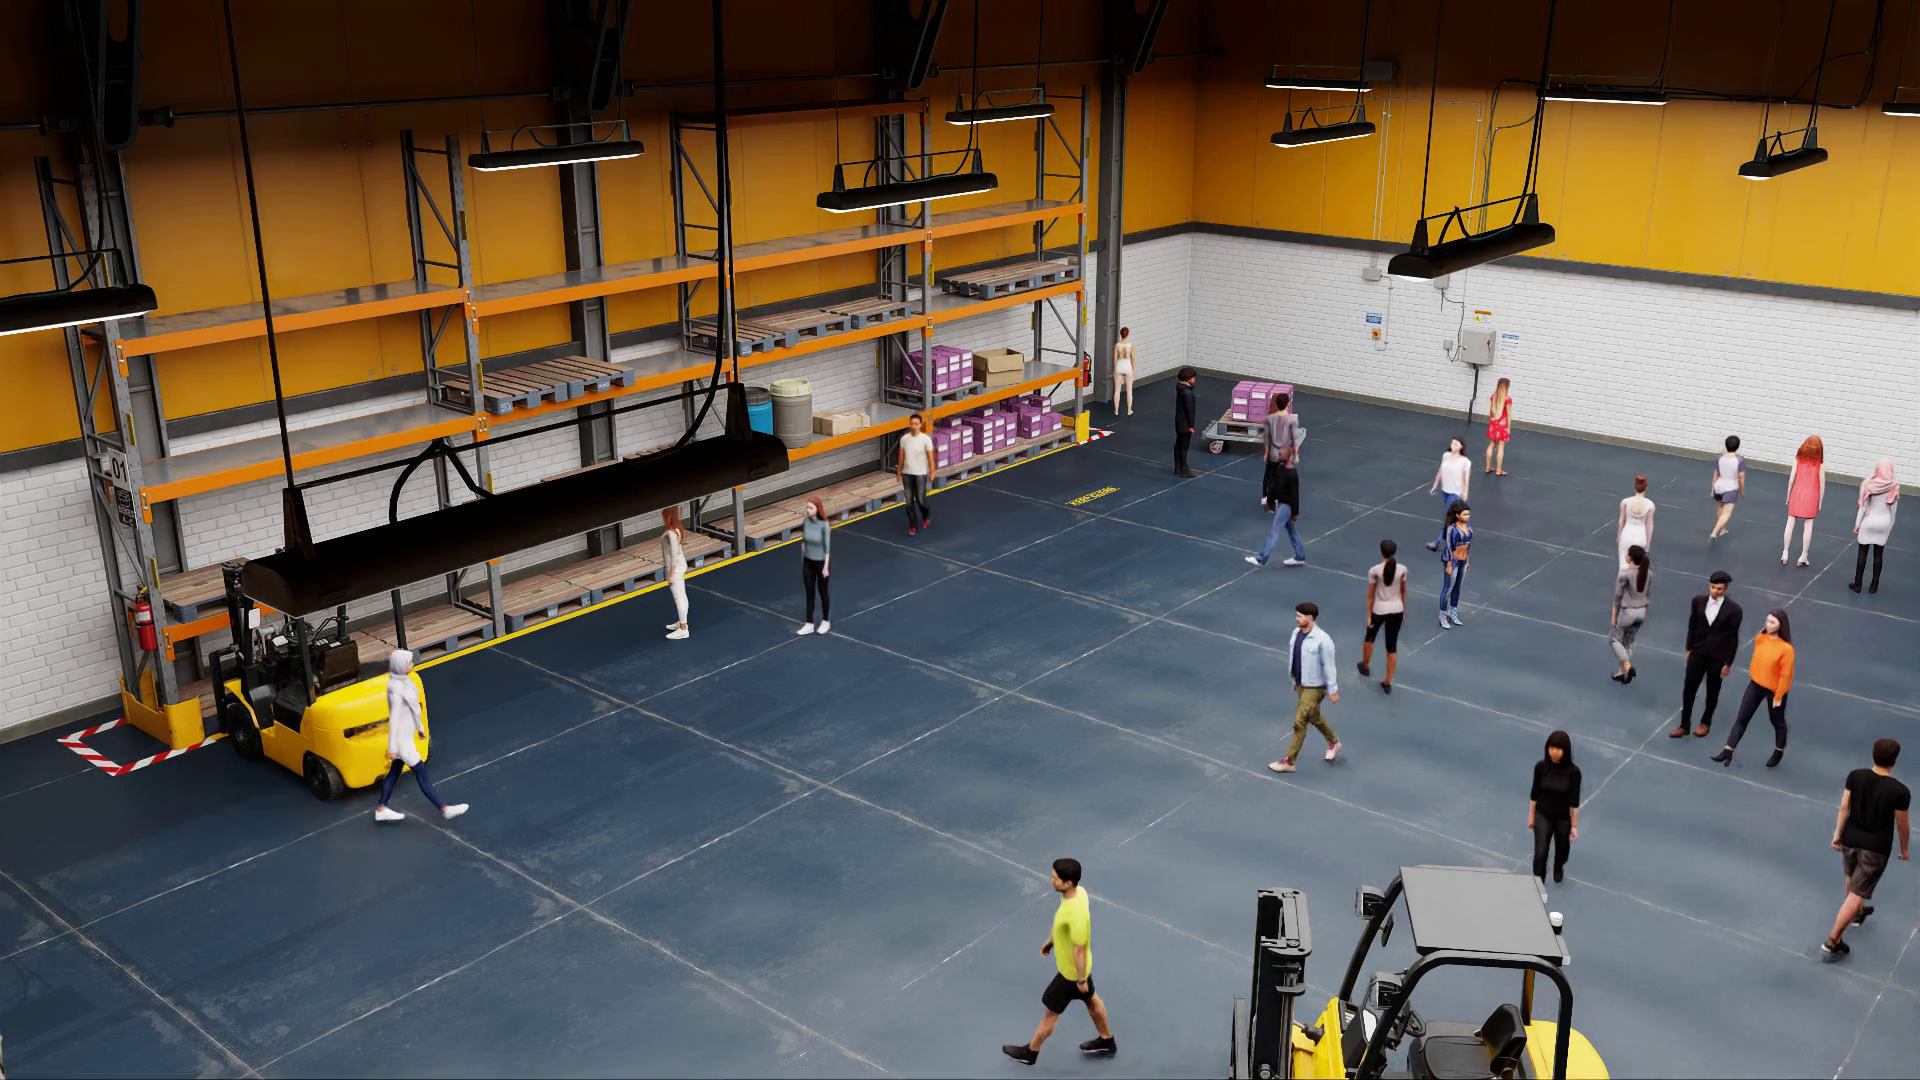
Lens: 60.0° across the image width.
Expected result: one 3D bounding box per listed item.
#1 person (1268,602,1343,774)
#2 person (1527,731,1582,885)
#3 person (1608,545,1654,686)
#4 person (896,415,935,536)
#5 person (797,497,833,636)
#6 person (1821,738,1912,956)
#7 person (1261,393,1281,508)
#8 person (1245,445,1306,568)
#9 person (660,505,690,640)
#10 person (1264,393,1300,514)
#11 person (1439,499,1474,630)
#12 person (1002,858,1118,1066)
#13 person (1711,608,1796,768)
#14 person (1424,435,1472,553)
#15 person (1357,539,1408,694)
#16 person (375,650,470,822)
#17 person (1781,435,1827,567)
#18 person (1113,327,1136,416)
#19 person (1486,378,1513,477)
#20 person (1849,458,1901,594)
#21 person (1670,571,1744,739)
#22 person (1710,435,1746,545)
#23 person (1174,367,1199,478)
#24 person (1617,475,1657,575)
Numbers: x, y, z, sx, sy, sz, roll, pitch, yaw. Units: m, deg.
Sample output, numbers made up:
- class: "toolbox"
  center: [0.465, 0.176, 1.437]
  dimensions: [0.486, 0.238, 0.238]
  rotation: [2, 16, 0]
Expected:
- class: "person"
  center: [3.611, 1.476, 16.743]
  dimensions: [1.296, 1.761, 1.062]
  rotation: [-11, 21, -29]
- class: "person"
  center: [5.124, 2.372, 14.297]
  dimensions: [0.701, 1.625, 0.929]
  rotation: [10, 21, 26]
- class: "person"
  center: [7.547, 0.894, 18.624]
  dimensions: [0.844, 1.663, 0.886]
  rotation: [-5, 19, -15]
- class: "person"
  center: [-0.609, -0.966, 23.953]
  dimensions: [0.800, 1.787, 0.841]
  rotation: [6, 19, 17]
- class: "person"
  center: [-1.731, 0.299, 20.264]
  dimensions: [0.621, 1.745, 0.686]
  rotation: [12, 22, 31]
- class: "person"
  center: [7.331, 2.525, 13.547]
  dimensions: [1.287, 1.813, 0.868]
  rotation: [-13, 23, -34]
- class: "person"
  center: [4.778, -1.377, 25.246]
  dimensions: [0.601, 1.742, 0.642]
  rotation: [-11, 22, -31]
- class: "person"
  center: [4.497, -0.438, 22.519]
  dimensions: [1.156, 1.703, 1.052]
  rotation: [-3, 19, -8]
- class: "person"
  center: [-3.439, 0.352, 20.158]
  dimensions: [0.755, 1.711, 0.681]
  rotation: [0, 19, -1]
- class: "person"
  center: [4.765, -1.267, 24.726]
  dimensions: [0.716, 1.864, 0.743]
  rotation: [12, 22, 31]
- class: "person"
  center: [6.108, 0.290, 20.491]
  dimensions: [0.574, 1.616, 0.720]
  rotation: [-12, 22, -32]
- class: "person"
  center: [0.905, 3.080, 12.141]
  dimensions: [1.118, 1.659, 1.117]
  rotation: [1, 19, 2]
- class: "person"
  center: [8.195, 1.510, 16.723]
  dimensions: [1.188, 1.710, 0.950]
  rotation: [-8, 20, -22]
- class: "person"
  center: [6.914, -0.641, 23.218]
  dimensions: [1.154, 1.641, 0.872]
  rotation: [-10, 21, -28]
- class: "person"
  center: [4.791, 0.874, 18.598]
  dimensions: [0.966, 1.718, 1.058]
  rotation: [1, 19, 2]
- class: "person"
  center: [-5.304, 1.884, 15.582]
  dimensions: [1.183, 1.729, 1.105]
  rotation: [-2, 19, -5]
- class: "person"
  center: [11.481, -0.539, 22.621]
  dimensions: [0.594, 1.828, 0.508]
  rotation: [13, 23, 35]
- class: "person"
  center: [3.004, -3.105, 30.529]
  dimensions: [0.617, 1.644, 0.641]
  rotation: [2, 19, 6]
- class: "person"
  center: [8.700, -1.843, 26.862]
  dimensions: [0.632, 1.592, 0.630]
  rotation: [-12, 22, -31]
- class: "person"
  center: [11.896, -0.190, 21.624]
  dimensions: [0.727, 1.804, 0.737]
  rotation: [5, 19, 14]
- class: "person"
  center: [7.927, 1.185, 17.457]
  dimensions: [0.750, 1.858, 0.850]
  rotation: [17, 25, 41]
- class: "person"
  center: [10.846, -0.699, 23.558]
  dimensions: [1.043, 1.534, 0.688]
  rotation: [-14, 23, -36]
- class: "person"
  center: [3.613, -1.906, 26.758]
  dimensions: [0.762, 1.778, 0.728]
  rotation: [-5, 19, -13]
- class: "person"
  center: [8.421, 0.083, 20.863]
  dimensions: [0.672, 1.772, 0.826]
  rotation: [9, 20, 24]
